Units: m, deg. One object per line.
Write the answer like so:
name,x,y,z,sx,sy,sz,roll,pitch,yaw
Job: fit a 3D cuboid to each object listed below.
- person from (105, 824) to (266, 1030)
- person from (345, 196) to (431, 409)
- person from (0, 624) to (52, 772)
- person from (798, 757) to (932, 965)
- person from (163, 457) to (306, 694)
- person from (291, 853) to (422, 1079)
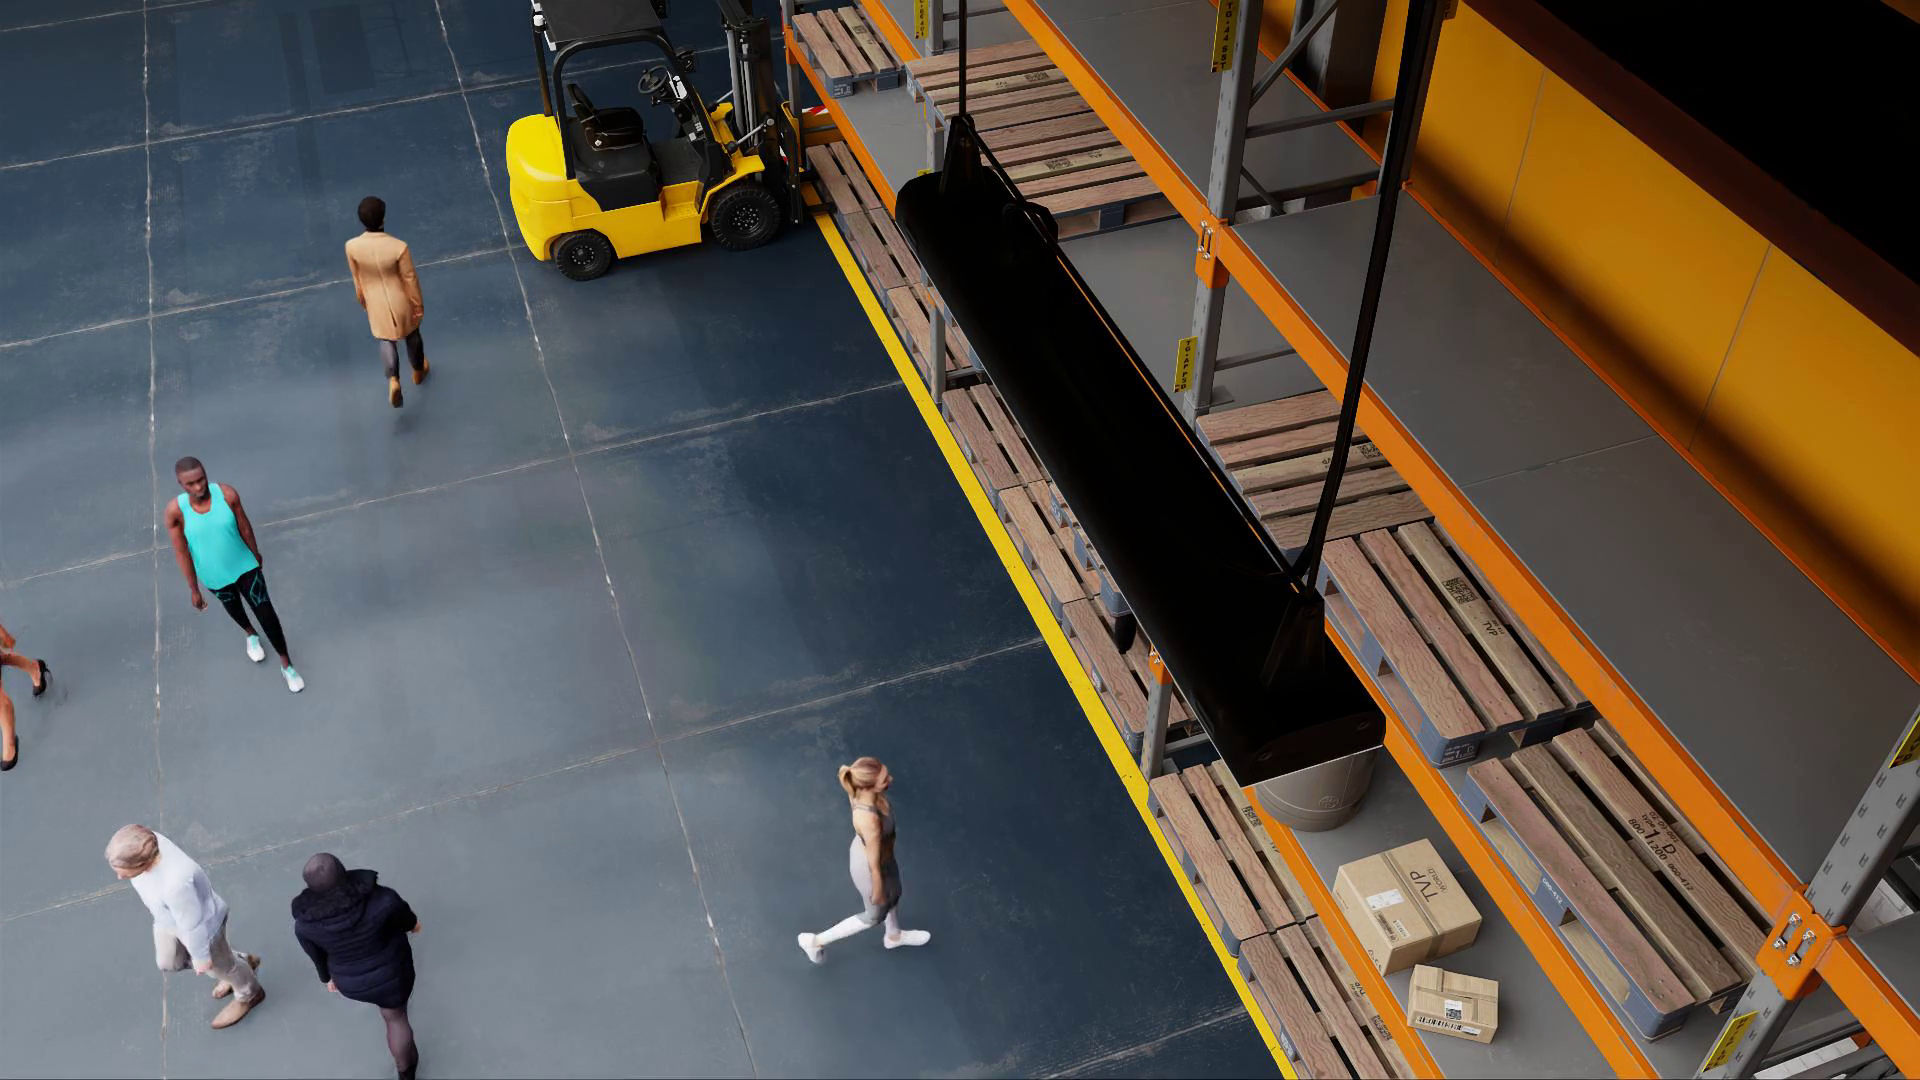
person,-3.907,1.933,8.642,0.827,1.857,0.930,34,53,31
person,-4.357,-1.784,12.655,0.769,1.704,1.010,-5,44,-5
person,-6.021,0.589,10.217,0.844,1.631,1.103,4,44,4
person,-0.547,1.754,8.954,0.746,1.686,0.957,-7,44,-7
person,-4.696,0.122,10.594,0.721,1.787,1.000,-19,47,-19
person,-3.006,2.235,8.487,0.747,1.635,1.054,-8,44,-8
